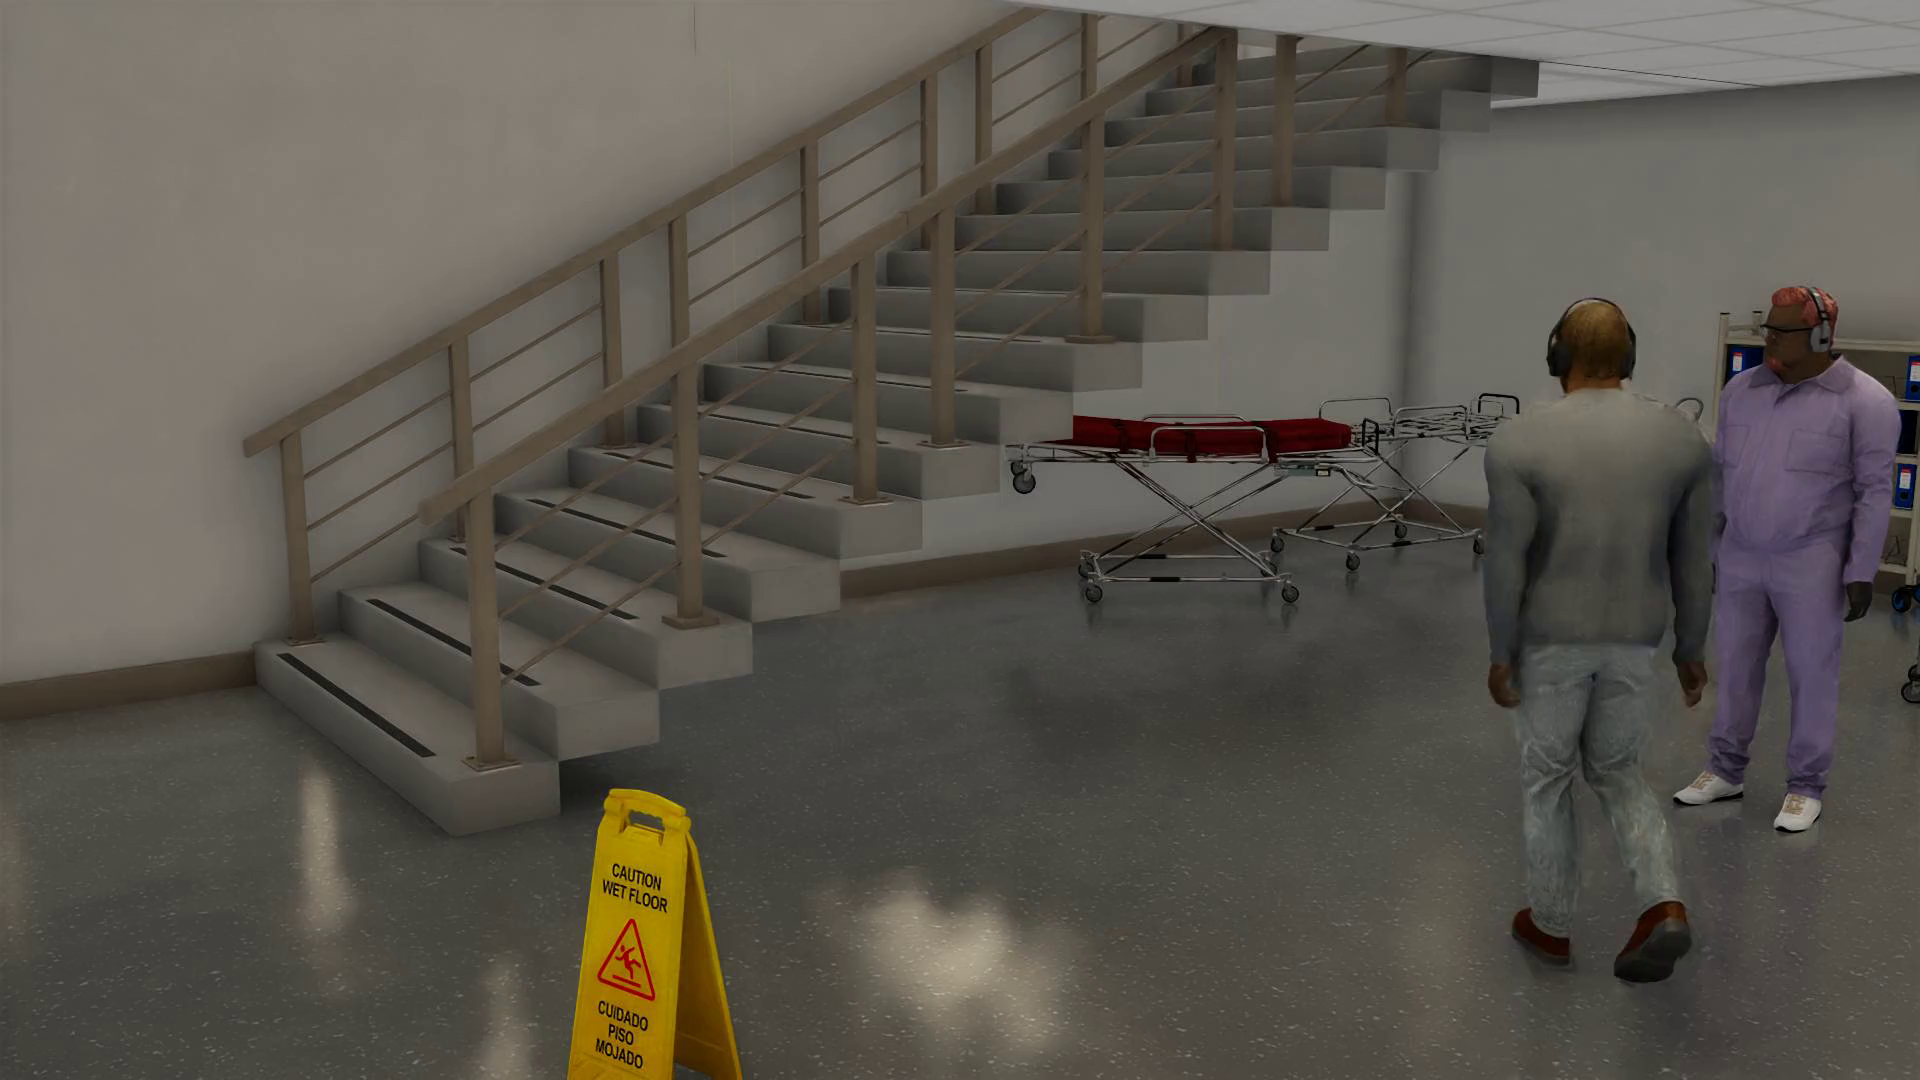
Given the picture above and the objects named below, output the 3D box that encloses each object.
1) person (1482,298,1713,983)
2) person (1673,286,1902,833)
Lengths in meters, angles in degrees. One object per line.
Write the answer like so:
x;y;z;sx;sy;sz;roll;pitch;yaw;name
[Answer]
1.761;0.300;4.541;0.638;1.907;0.659;-1;10;-5;person
2.894;0.067;5.862;0.401;1.904;0.640;-7;12;-34;person
